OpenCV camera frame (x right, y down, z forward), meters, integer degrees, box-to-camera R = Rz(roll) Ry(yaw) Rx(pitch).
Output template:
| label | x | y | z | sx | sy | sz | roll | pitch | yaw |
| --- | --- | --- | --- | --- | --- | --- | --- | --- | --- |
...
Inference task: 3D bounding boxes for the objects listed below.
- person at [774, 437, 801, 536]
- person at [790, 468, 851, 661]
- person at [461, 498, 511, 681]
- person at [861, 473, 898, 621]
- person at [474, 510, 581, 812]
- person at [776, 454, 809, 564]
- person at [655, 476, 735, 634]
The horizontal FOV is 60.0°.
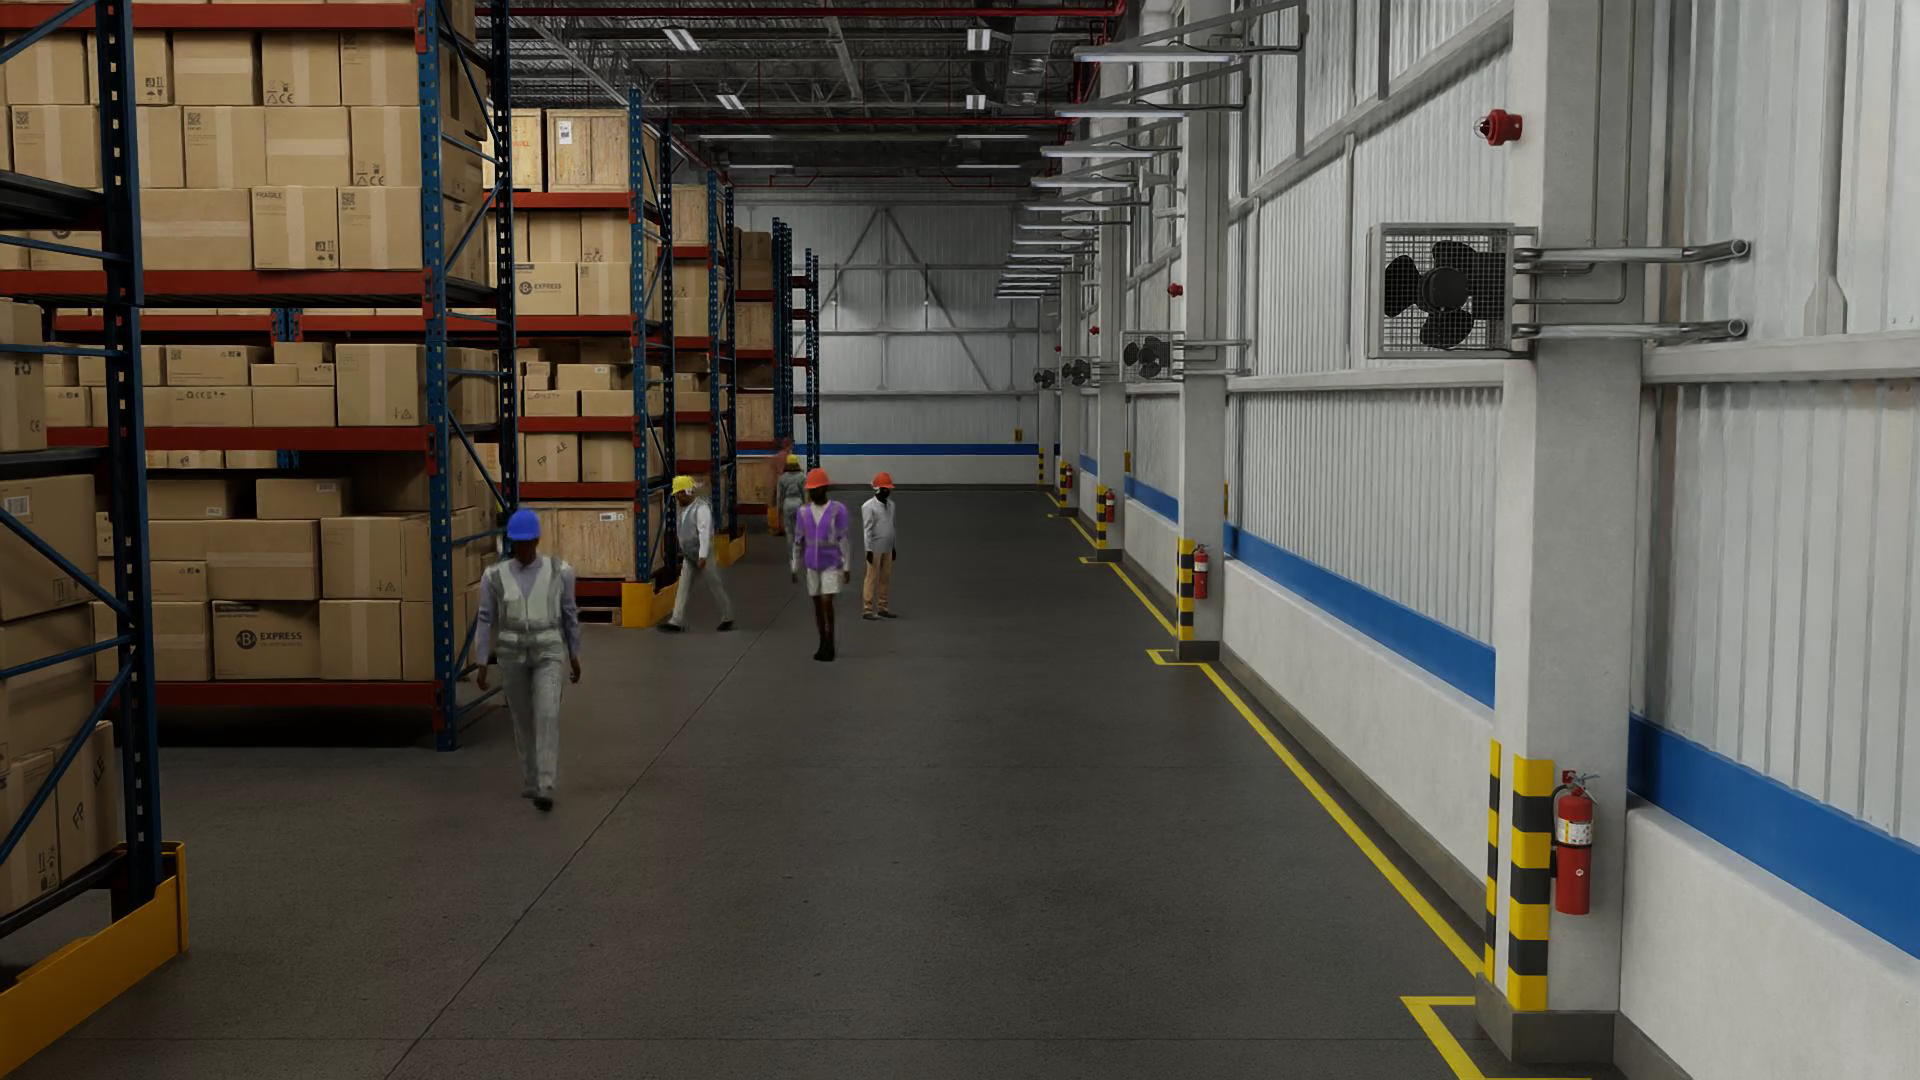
| label | x | y | z | sx | sy | sz | roll | pitch | yaw |
| --- | --- | --- | --- | --- | --- | --- | --- | --- | --- |
| person | -3.157 | -1.003 | 31.391 | 0.803 | 1.867 | 0.701 | -3 | 6 | -28 |
| person | -1.412 | 0.256 | 16.453 | 0.586 | 1.918 | 0.615 | 2 | 5 | 21 |
| person | -4.264 | 0.455 | 15.193 | 0.811 | 1.733 | 0.521 | 3 | 6 | 31 |
| person | -0.920 | 0.078 | 19.566 | 0.353 | 1.742 | 0.563 | 3 | 6 | 35 |
| person | -2.758 | 0.768 | 10.587 | 0.653 | 1.898 | 0.976 | -1 | 5 | -8 |
| person | -2.639 | -0.496 | 26.263 | 0.512 | 1.724 | 0.593 | 0 | 5 | -4 |
| person | -2.882 | 0.172 | 18.422 | 0.914 | 1.763 | 0.721 | -4 | 7 | -42 |
